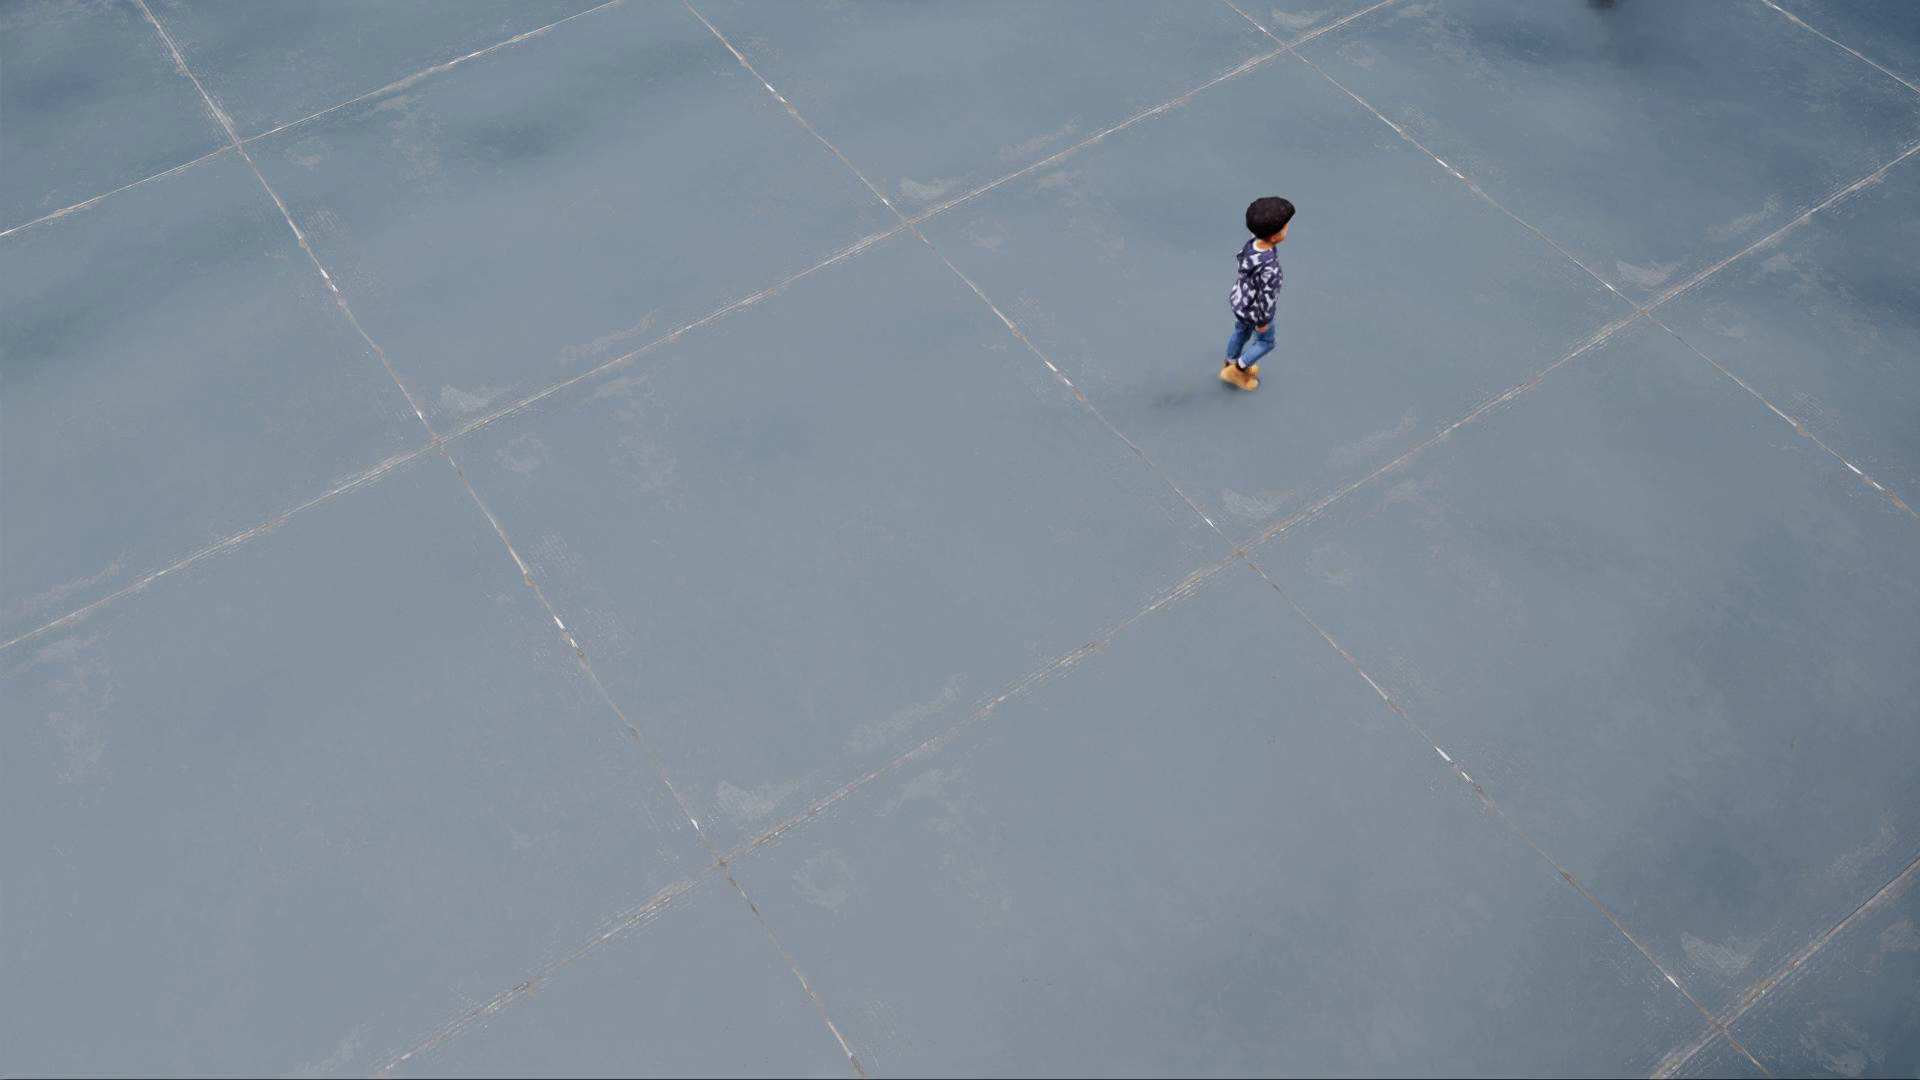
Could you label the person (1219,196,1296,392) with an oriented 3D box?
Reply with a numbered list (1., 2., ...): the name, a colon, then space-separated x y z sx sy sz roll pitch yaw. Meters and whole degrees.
1. person: 1.479 -1.242 8.588 0.636 1.242 0.535 -7 53 -5
